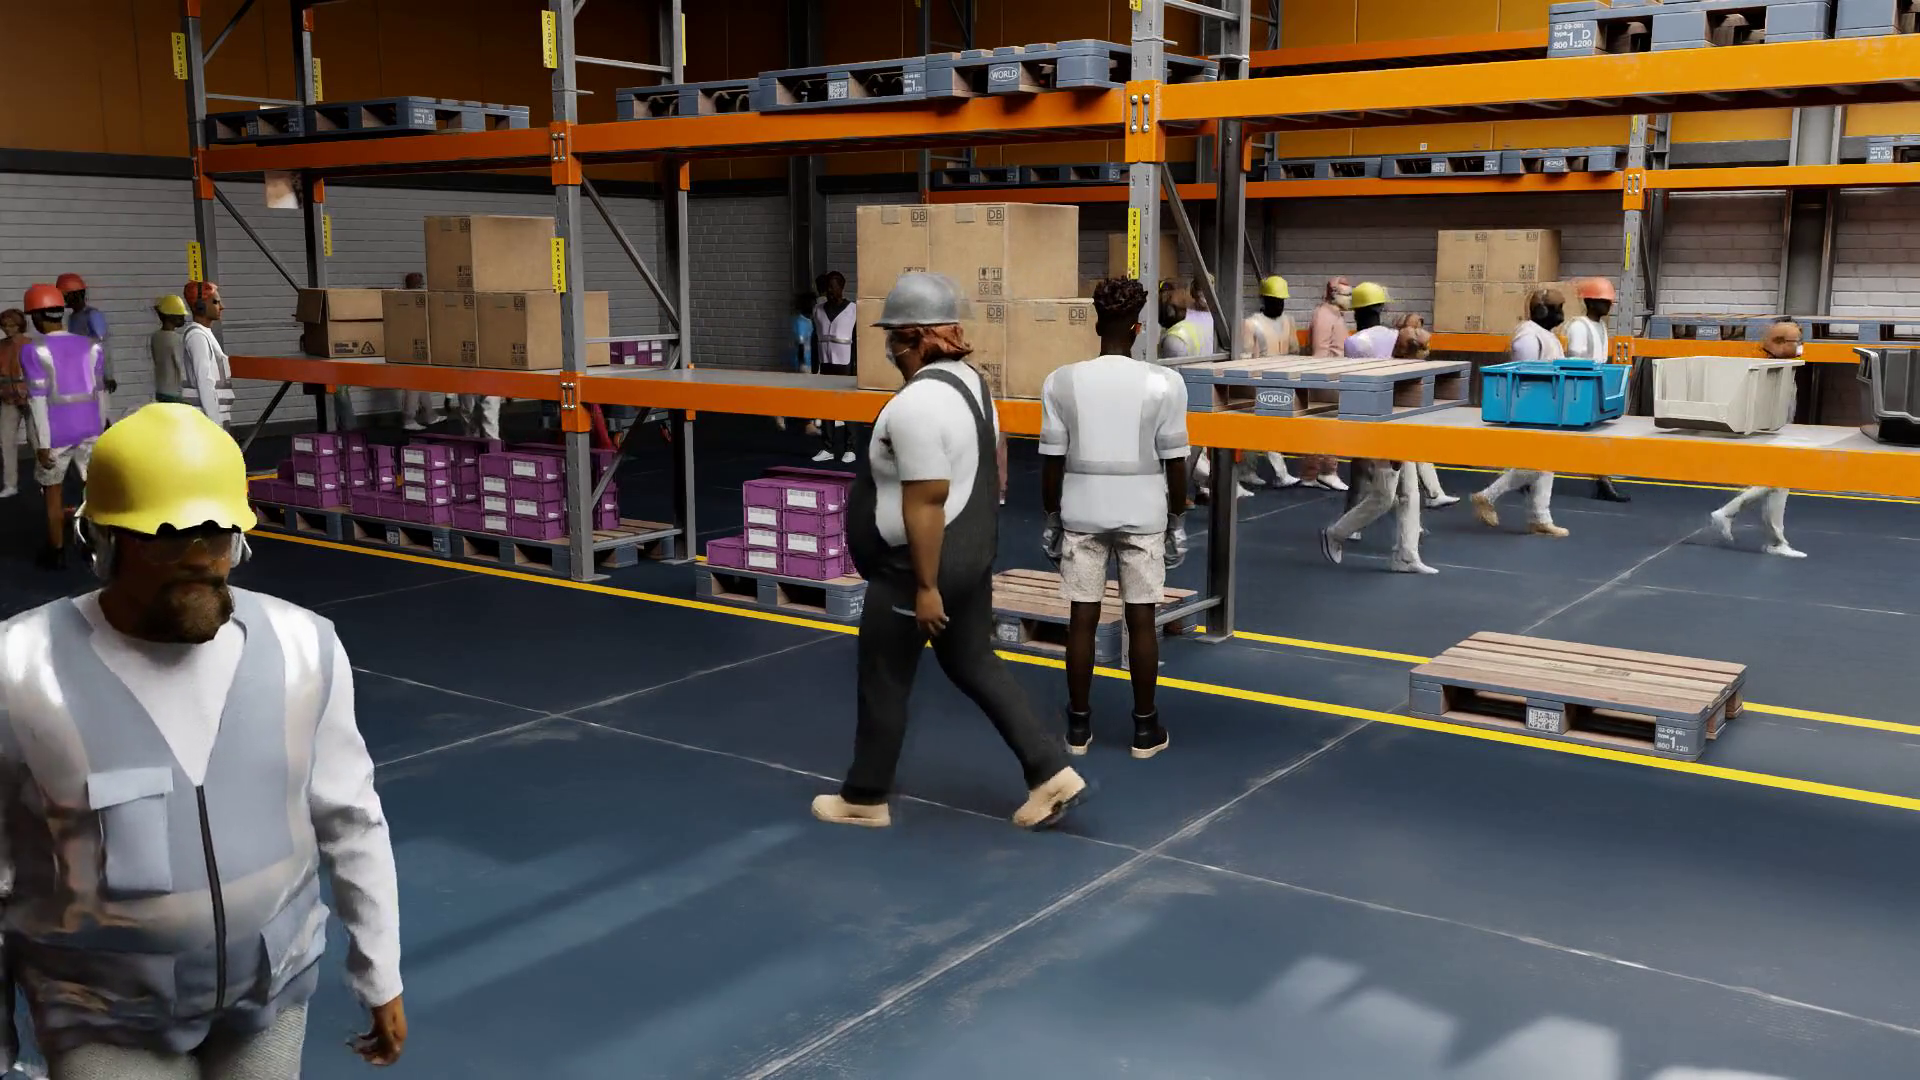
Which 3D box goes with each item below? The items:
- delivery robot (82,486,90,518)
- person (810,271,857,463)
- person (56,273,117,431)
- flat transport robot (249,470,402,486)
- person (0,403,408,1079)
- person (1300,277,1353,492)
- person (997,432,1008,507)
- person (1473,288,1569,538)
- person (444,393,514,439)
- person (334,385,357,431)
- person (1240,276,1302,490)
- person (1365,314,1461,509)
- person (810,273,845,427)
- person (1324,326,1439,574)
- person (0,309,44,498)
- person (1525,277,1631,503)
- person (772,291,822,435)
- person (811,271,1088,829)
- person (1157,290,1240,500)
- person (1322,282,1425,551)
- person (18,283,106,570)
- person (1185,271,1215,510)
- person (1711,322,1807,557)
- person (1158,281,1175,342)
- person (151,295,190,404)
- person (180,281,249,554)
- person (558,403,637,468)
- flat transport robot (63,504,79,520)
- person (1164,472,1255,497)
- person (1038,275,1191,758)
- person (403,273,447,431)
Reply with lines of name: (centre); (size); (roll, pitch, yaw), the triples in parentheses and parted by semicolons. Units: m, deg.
delivery robot: (-6.222, -0.342, 12.212); (0.477, 0.478, 0.707); (-4, 10, -22)
person: (-1.238, -1.743, 16.782); (0.591, 1.919, 0.392); (4, 10, 23)
person: (-8.316, -1.590, 15.919); (0.590, 1.900, 0.546); (8, 12, 39)
flat transport robot: (-5.530, -0.525, 14.424); (0.652, 0.197, 1.431); (6, 11, 31)
person: (-1.144, 0.701, 2.527); (0.633, 1.811, 0.532); (-9, 13, -44)
person: (3.270, -1.356, 14.580); (0.599, 1.876, 0.779); (3, 10, 19)
person: (0.141, -1.196, 13.563); (0.644, 1.907, 0.399); (-8, 12, -39)
person: (4.173, -0.924, 12.180); (0.578, 1.827, 0.644); (7, 12, 35)
person: (-4.161, -1.291, 14.410); (0.610, 1.833, 0.984); (-3, 10, -19)
person: (-5.804, -1.370, 15.440); (0.503, 1.620, 0.509); (-3, 10, -15)
person: (2.810, -1.380, 14.749); (0.594, 1.878, 0.952); (-7, 12, -36)
person: (3.642, -1.040, 13.557); (0.873, 1.584, 0.541); (8, 12, 38)
person: (-1.647, -2.315, 20.333); (0.512, 1.873, 0.329); (1, 10, 6)
person: (2.769, -0.588, 10.821); (0.698, 1.603, 0.558); (5, 11, 26)
person: (-8.052, -1.177, 14.308); (0.532, 1.617, 0.541); (0, 10, 1)
person: (5.229, -1.283, 14.136); (0.557, 1.901, 0.956); (-9, 13, -43)
person: (-1.859, -2.038, 19.217); (0.515, 1.680, 0.536); (2, 10, 13)
person: (-0.024, 0.034, 5.835); (0.968, 2.000, 0.689); (4, 10, 22)
person: (1.735, -1.028, 12.907); (0.875, 1.808, 0.630); (2, 10, 13)
person: (2.952, -0.873, 11.742); (0.587, 1.883, 0.952); (-7, 12, -37)
person: (-5.675, -0.694, 10.654); (0.972, 1.892, 0.564); (6, 11, 31)
person: (1.958, -1.217, 13.593); (0.635, 1.935, 0.351); (-6, 11, -32)
person: (5.564, -0.697, 11.465); (0.557, 1.614, 0.513); (6, 11, 33)
person: (1.894, -1.588, 16.147); (0.974, 1.824, 0.515); (6, 11, 32)
person: (-7.020, -1.308, 14.785); (0.540, 1.727, 0.811); (7, 12, 35)
person: (-5.183, -0.838, 11.502); (0.355, 1.882, 0.576); (-5, 11, -27)
person: (-3.598, -1.543, 16.212); (0.910, 1.703, 0.539); (2, 10, 10)
flat transport robot: (-6.305, -0.328, 13.255); (0.652, 0.197, 1.431); (6, 11, 31)
person: (2.079, -1.230, 14.374); (0.900, 1.699, 0.480); (6, 11, 33)
person: (0.629, -0.086, 6.773); (0.613, 1.965, 0.361); (2, 10, 12)
person: (-6.447, -2.267, 20.039); (0.663, 1.870, 0.878); (7, 12, 35)
